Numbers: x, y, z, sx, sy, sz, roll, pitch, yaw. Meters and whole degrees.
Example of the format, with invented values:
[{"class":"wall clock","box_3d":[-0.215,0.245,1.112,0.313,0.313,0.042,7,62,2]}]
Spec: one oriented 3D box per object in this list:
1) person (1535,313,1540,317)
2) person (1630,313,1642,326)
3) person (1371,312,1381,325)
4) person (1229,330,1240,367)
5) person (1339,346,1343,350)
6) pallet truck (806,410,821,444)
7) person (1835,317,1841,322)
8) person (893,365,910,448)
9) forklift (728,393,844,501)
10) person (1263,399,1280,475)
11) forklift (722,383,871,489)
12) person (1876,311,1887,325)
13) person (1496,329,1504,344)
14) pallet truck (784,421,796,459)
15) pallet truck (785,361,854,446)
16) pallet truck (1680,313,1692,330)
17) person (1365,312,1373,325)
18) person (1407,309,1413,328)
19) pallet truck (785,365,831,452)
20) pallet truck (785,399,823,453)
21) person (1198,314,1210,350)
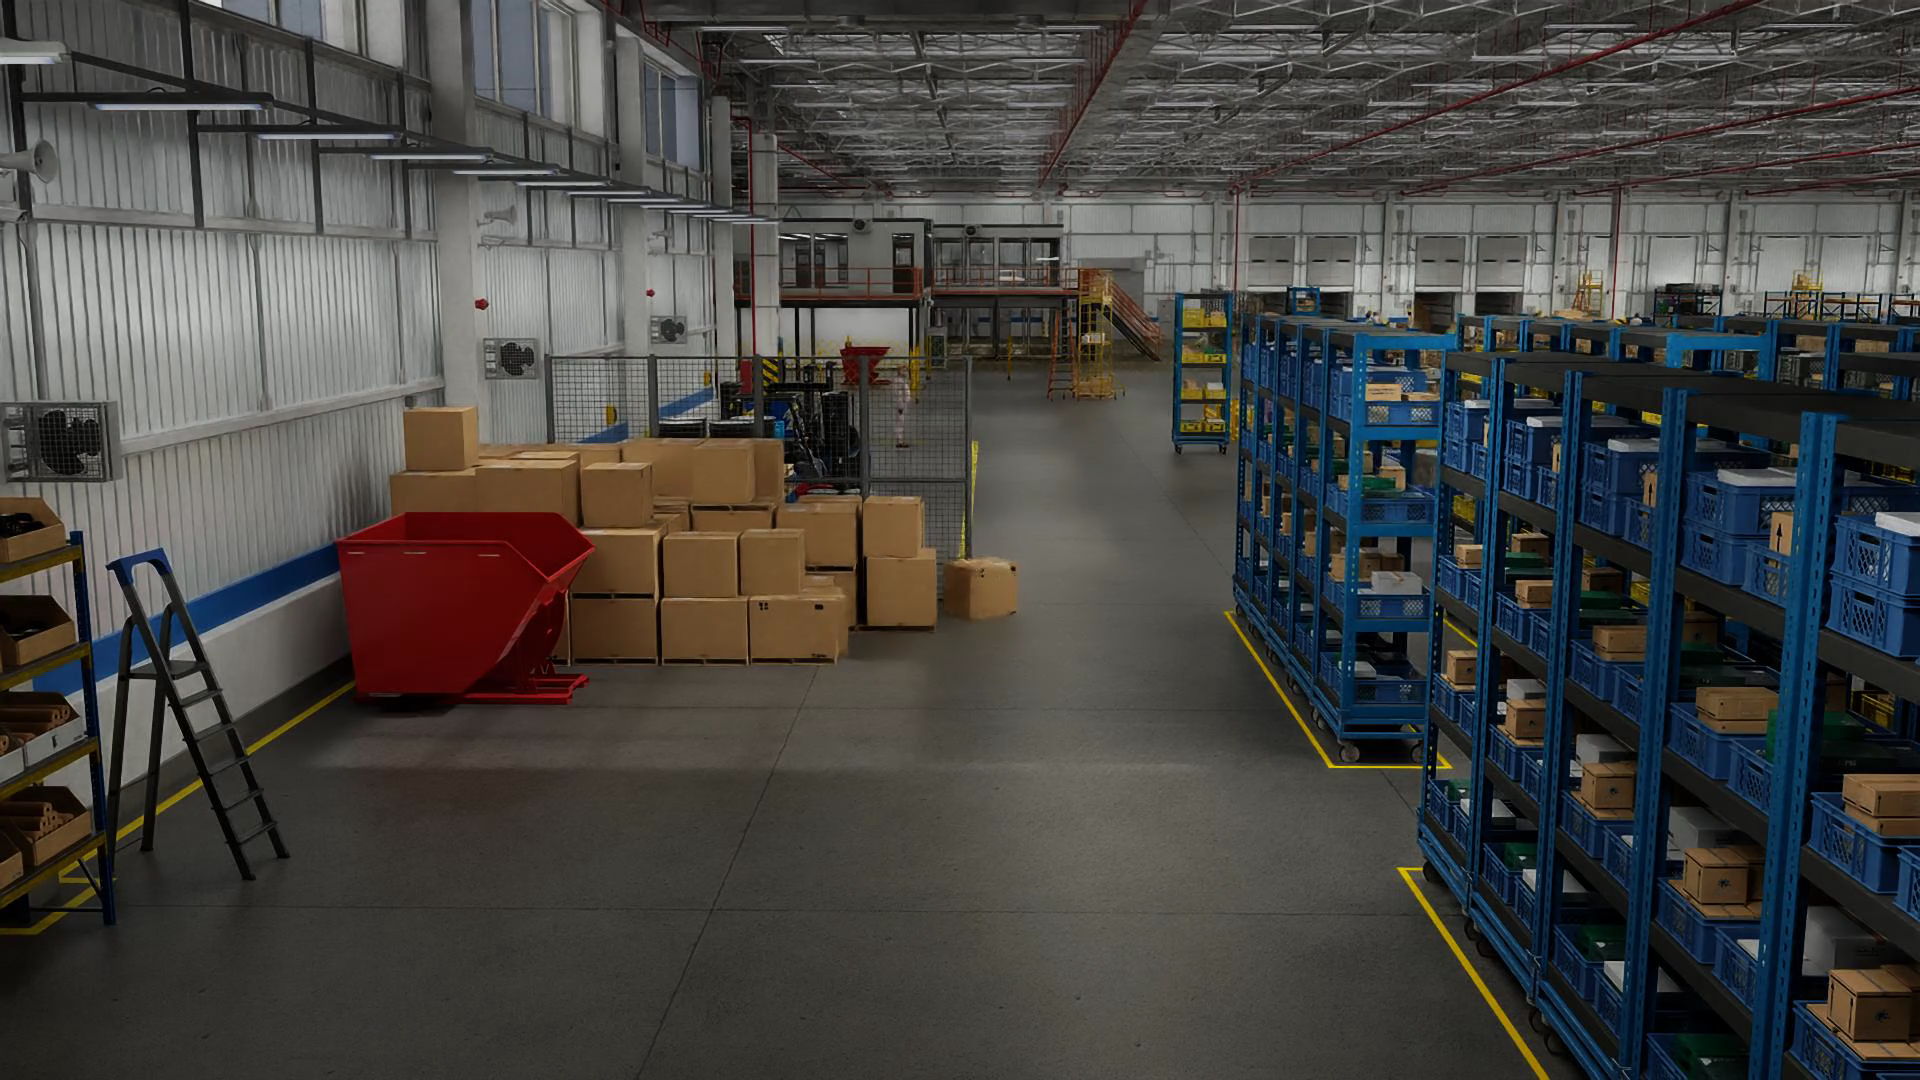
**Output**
[{"class":"person","box_3d":[31.080,-11.292,89.445,0.653,1.826,0.661,7,12,38]},{"class":"person","box_3d":[34.654,-10.671,85.291,0.355,1.936,0.633,-8,12,-41]},{"class":"person","box_3d":[23.016,-11.757,92.304,0.658,1.831,0.434,-3,10,-19]},{"class":"person","box_3d":[11.082,-7.630,67.175,0.827,1.736,0.530,1,9,9]},{"class":"person","box_3d":[15.034,-7.431,65.513,0.313,1.869,0.538,-2,9,-12]},{"class":"pallet truck","box_3d":[-3.559,-2.018,33.905,1.522,1.261,0.704,0,9,-1]},{"class":"person","box_3d":[41.388,-9.567,78.556,0.607,1.908,0.489,0,9,-1]},{"class":"person","box_3d":[-1.344,-3.113,38.759,0.406,1.911,0.636,1,9,3]},{"class":"forklift","box_3d":[-2.979,-1.316,26.476,2.680,1.987,1.157,0,9,1]},{"class":"person","box_3d":[6.271,-2.320,33.437,0.362,2.048,0.610,2,9,10]},{"class":"forklift","box_3d":[-2.893,-1.687,28.729,2.680,1.987,1.157,0,9,-1]},{"class":"person","box_3d":[50.650,-11.653,91.555,1.035,1.881,0.552,-6,11,-31]},{"class":"person","box_3d":[21.695,-7.738,67.224,0.547,1.929,0.385,6,11,31]},{"class":"pallet truck","box_3d":[-4.013,-1.793,32.705,1.601,1.201,0.680,0,9,1]},{"class":"pallet truck","box_3d":[-3.410,-3.193,38.978,1.885,1.965,0.823,0,9,-1]},{"class":"pallet truck","box_3d":[36.315,-10.531,84.244,0.823,1.965,1.885,-6,11,-33]},{"class":"person","box_3d":[21.220,-10.861,86.434,0.399,1.943,0.614,-2,9,-10]},{"class":"person","box_3d":[25.586,-12.172,94.617,0.398,1.919,0.587,5,11,29]},{"class":"pallet truck","box_3d":[-3.774,-2.976,37.635,1.885,1.965,0.823,1,9,5]},{"class":"pallet truck","box_3d":[-3.814,-2.432,36.419,1.630,1.274,0.653,0,9,1]},{"class":"person","box_3d":[12.719,-10.806,86.317,0.496,1.870,0.593,-4,10,-25]}]
